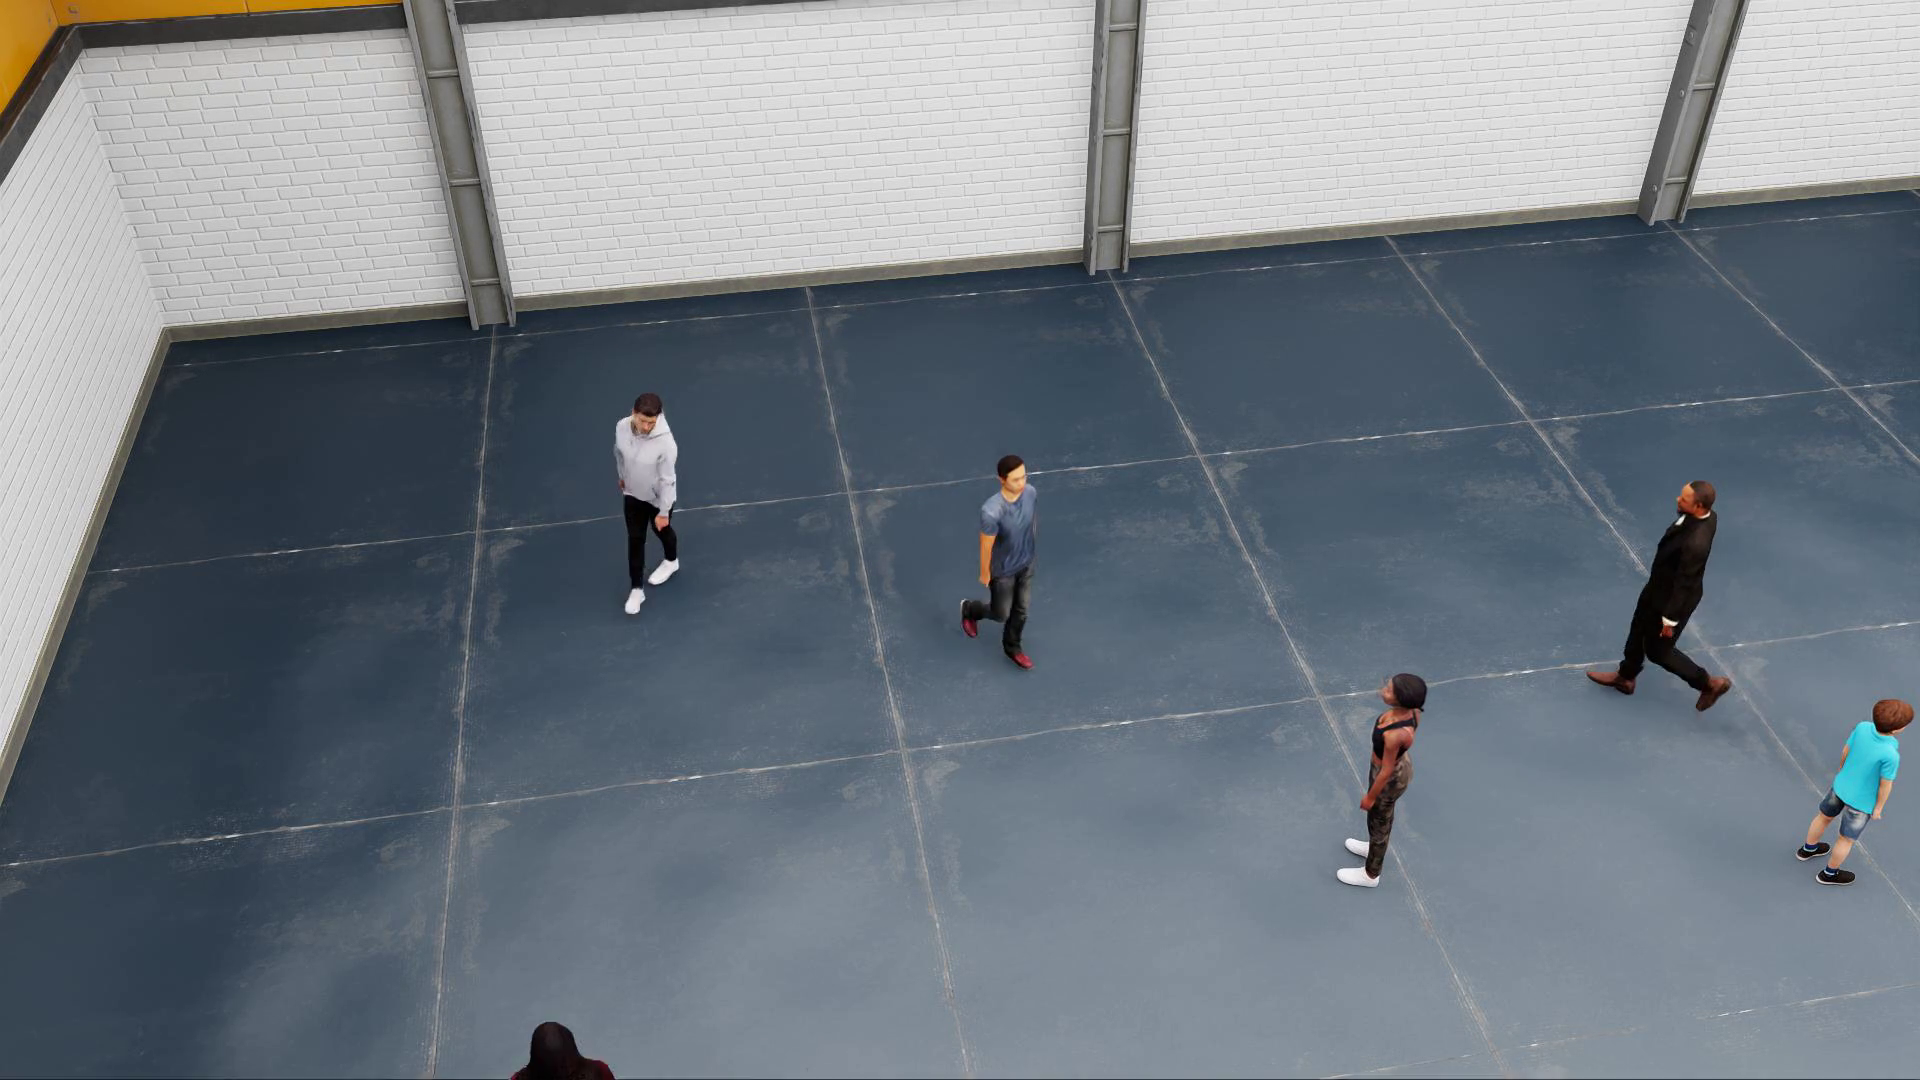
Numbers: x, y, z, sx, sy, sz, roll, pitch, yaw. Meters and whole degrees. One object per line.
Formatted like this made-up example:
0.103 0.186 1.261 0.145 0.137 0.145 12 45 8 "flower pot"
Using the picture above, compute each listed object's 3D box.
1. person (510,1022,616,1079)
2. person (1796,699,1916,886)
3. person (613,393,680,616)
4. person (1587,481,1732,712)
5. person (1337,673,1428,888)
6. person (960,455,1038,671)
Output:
-1.880 3.018 8.088 0.912 1.728 0.735 -6 39 -7 "person"
5.499 1.517 10.192 0.485 1.449 0.532 -9 39 -11 "person"
-2.267 -0.385 12.239 1.079 1.867 1.086 19 42 22 "person"
4.895 0.417 11.222 1.249 1.882 1.099 16 41 19 "person"
2.586 1.443 10.083 0.693 1.700 0.663 15 41 18 "person"
0.286 0.114 11.672 0.971 1.794 0.984 -31 48 -33 "person"
